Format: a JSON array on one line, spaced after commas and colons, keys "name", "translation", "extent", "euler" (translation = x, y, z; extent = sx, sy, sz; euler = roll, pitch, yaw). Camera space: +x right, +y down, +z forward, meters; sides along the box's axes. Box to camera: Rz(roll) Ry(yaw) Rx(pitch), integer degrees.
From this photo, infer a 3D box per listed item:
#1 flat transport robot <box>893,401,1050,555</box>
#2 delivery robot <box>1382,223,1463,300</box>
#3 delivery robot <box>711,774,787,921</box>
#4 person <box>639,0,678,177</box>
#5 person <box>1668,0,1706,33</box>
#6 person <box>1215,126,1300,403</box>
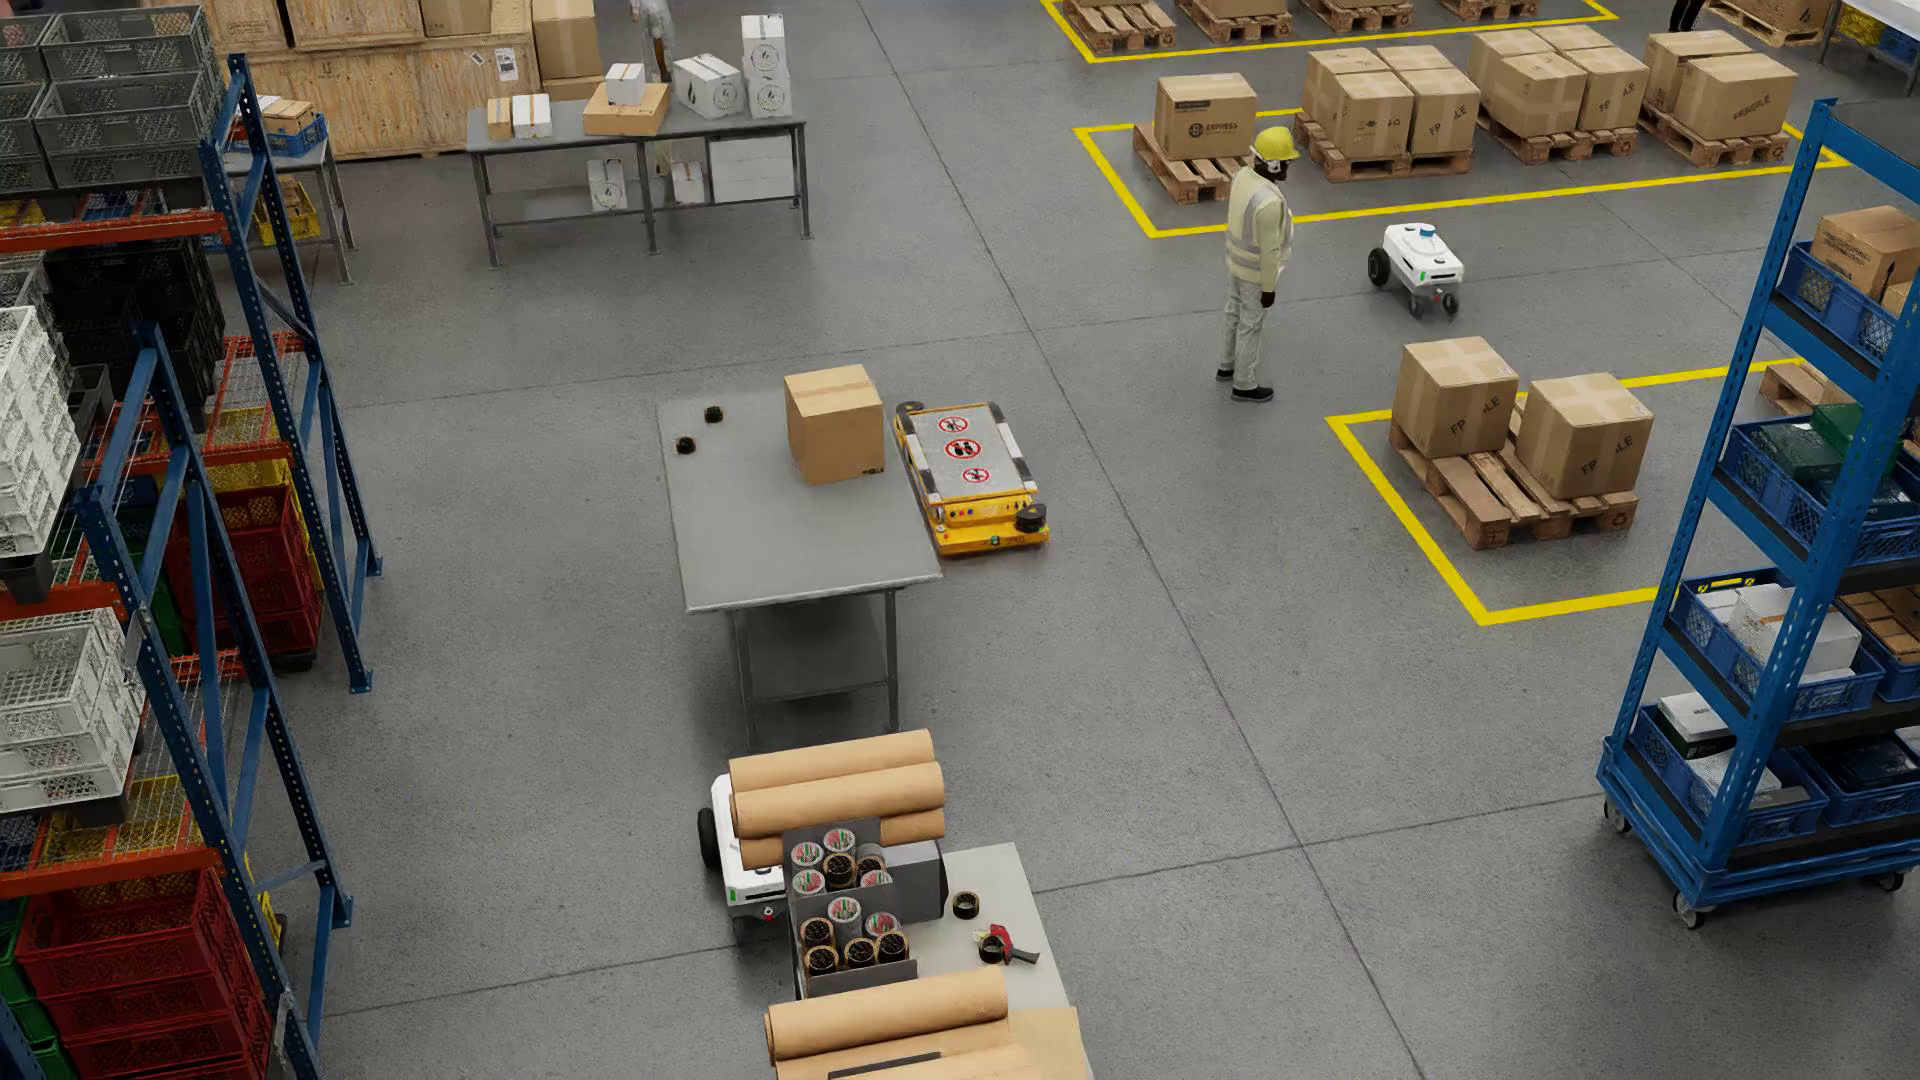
[{"name": "flat transport robot", "translation": [0.046, -0.433, 10.107], "extent": [0.652, 0.197, 1.431], "euler": [-7, 37, -11]}, {"name": "delivery robot", "translation": [3.320, -2.027, 11.943], "extent": [0.477, 0.478, 0.707], "euler": [-7, 37, -9]}, {"name": "delivery robot", "translation": [-0.905, 1.343, 7.414], "extent": [0.477, 0.478, 0.707], "euler": [-8, 37, -10]}, {"name": "person", "translation": [-2.354, -3.741, 13.230], "extent": [0.310, 1.868, 0.533], "euler": [-8, 37, -10]}, {"name": "person", "translation": [7.025, -5.451, 15.683], "extent": [0.326, 1.687, 0.565], "euler": [-3, 37, -4]}, {"name": "person", "translation": [1.891, -1.754, 10.592], "extent": [0.404, 1.827, 0.600], "euler": [-8, 37, -10]}]
